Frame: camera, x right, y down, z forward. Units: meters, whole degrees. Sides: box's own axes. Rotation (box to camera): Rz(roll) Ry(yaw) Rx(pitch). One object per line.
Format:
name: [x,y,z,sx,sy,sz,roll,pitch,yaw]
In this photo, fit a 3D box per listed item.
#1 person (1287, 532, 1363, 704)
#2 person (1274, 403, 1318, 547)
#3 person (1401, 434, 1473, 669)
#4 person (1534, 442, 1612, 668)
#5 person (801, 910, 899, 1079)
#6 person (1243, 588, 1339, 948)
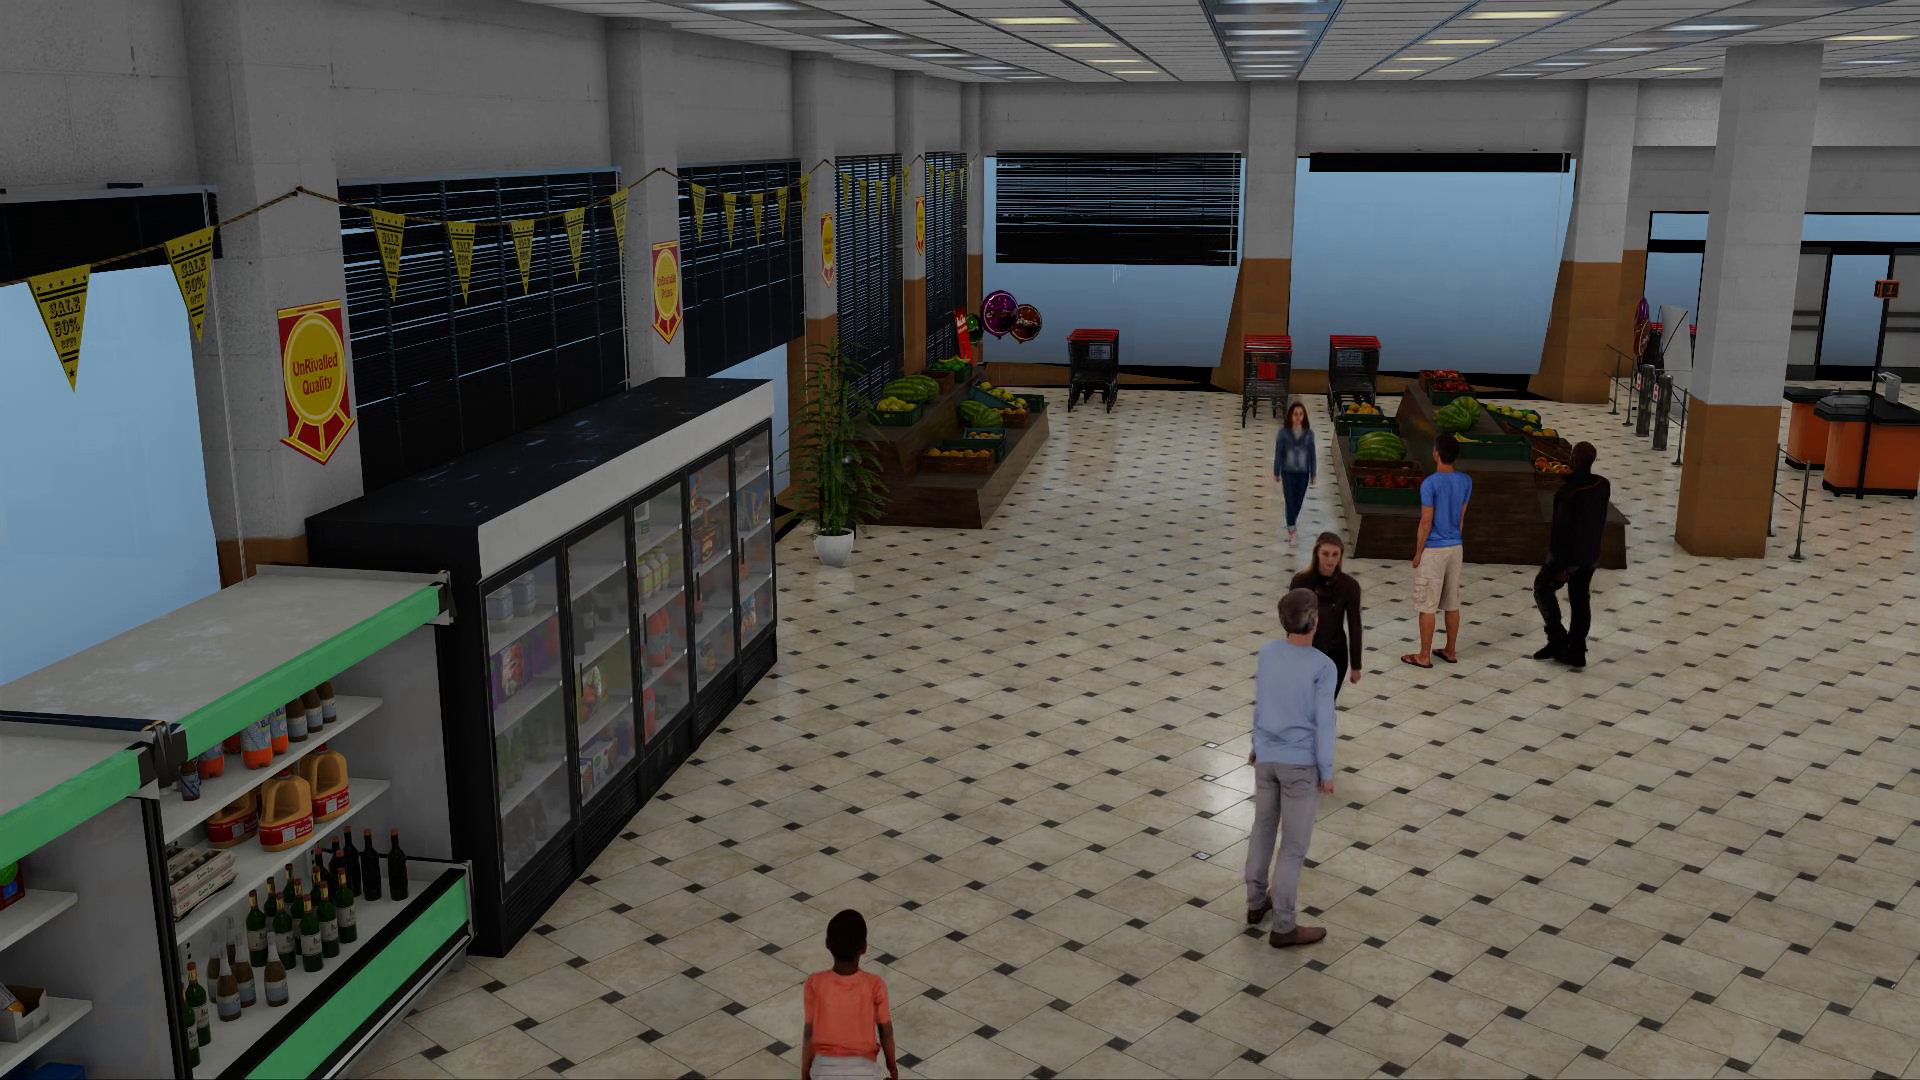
person: [2.364,0.764,10.848,0.629,1.675,0.917,3,14,11]
person: [3.492,-0.696,17.341,0.670,1.450,1.036,0,14,2]
person: [3.835,0.082,13.259,0.734,1.864,0.764,-7,15,-26]
person: [4.933,0.132,13.161,0.835,1.811,0.865,-6,15,-23]
person: [-0.447,2.057,6.319,0.540,1.296,0.709,1,14,6]
person: [1.703,1.180,8.691,0.857,1.883,0.809,-9,17,-34]
